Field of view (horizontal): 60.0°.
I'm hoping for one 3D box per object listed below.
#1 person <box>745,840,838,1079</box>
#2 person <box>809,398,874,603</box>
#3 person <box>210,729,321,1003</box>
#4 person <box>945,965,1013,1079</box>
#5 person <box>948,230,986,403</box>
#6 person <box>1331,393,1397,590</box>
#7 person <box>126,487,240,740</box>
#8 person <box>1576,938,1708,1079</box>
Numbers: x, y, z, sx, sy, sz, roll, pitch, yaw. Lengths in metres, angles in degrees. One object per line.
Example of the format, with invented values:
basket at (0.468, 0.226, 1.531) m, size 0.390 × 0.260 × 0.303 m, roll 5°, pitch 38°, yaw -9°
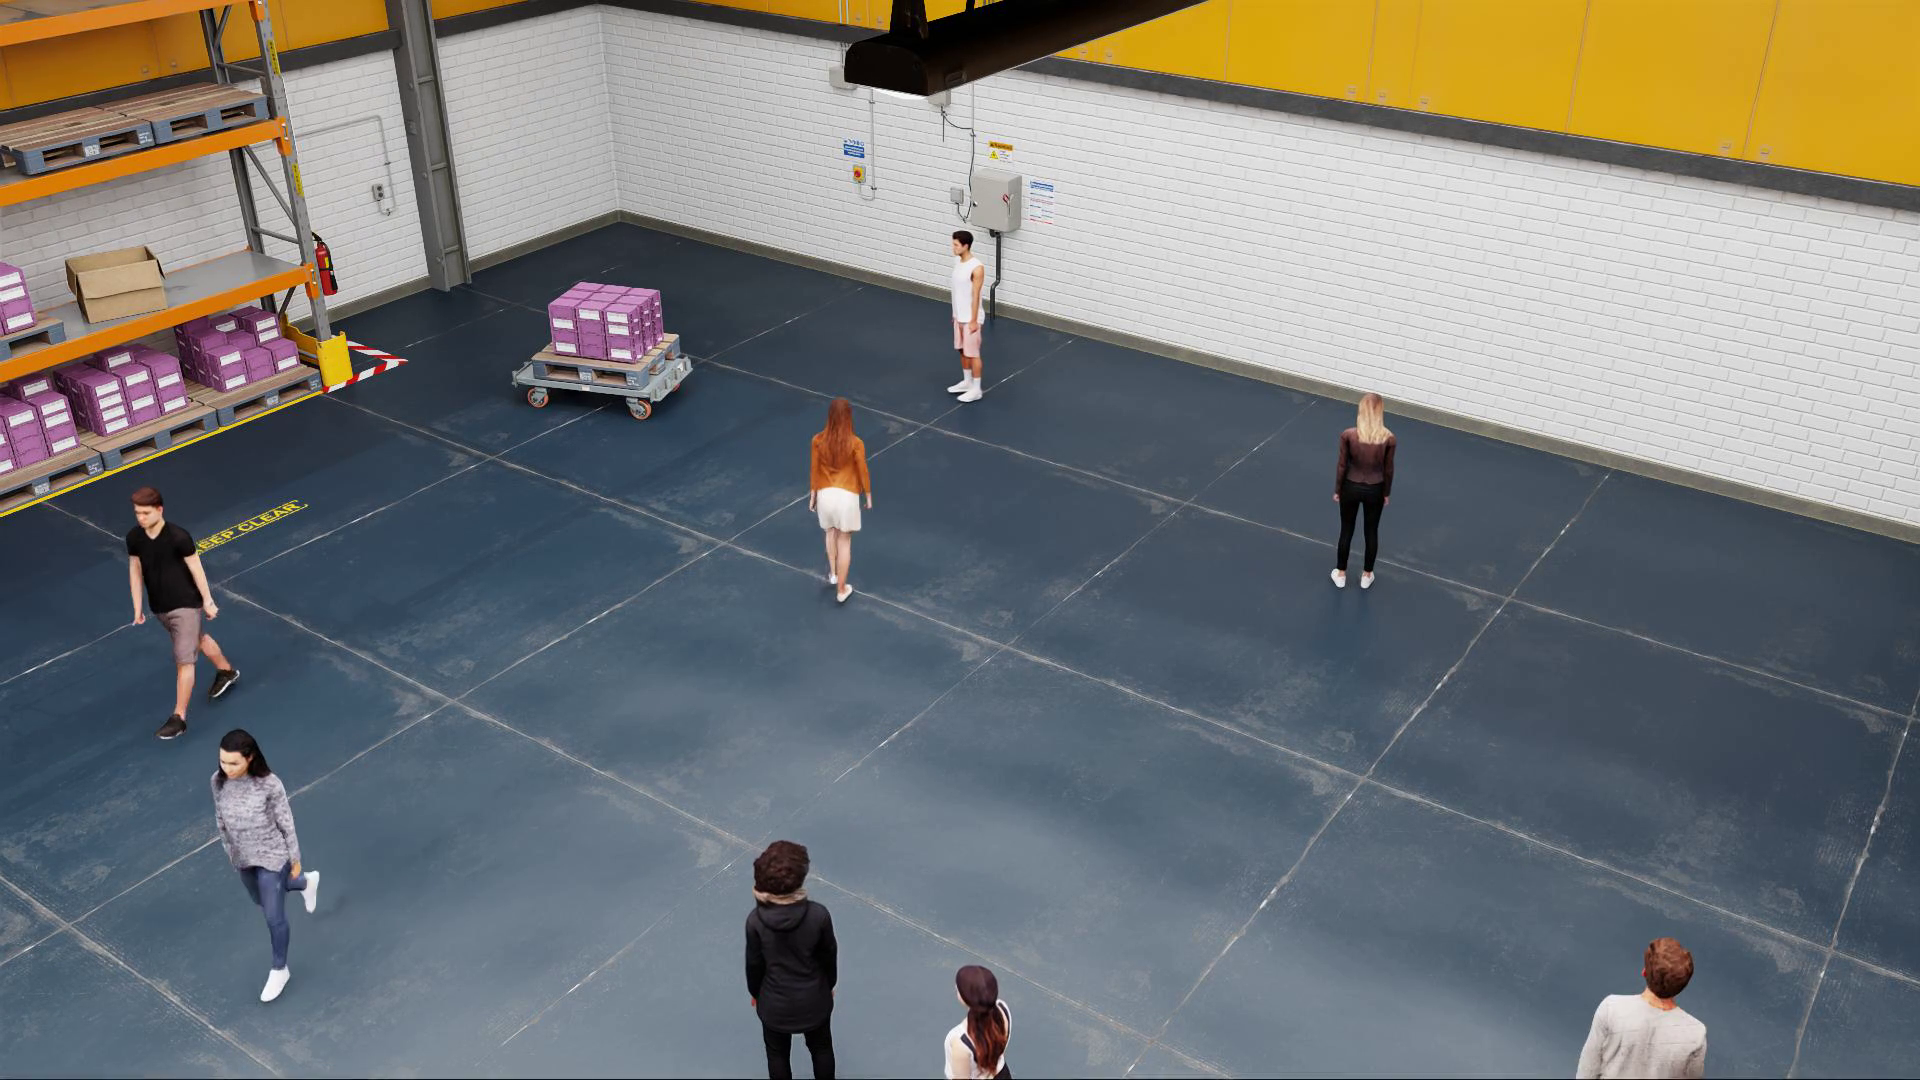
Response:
person at (-0.852, 2.304, 8.530) m, size 0.717 × 1.777 × 0.778 m, roll -5°, pitch 29°, yaw -9°
person at (-0.996, -0.281, 13.348) m, size 0.759 × 1.701 × 0.802 m, roll 6°, pitch 29°, yaw 10°
person at (-3.966, 1.766, 9.587) m, size 0.910 × 1.709 × 1.133 m, roll 5°, pitch 29°, yaw 9°
person at (0.105, 2.688, 7.961) m, size 0.600 × 1.647 × 0.458 m, roll 19°, pitch 34°, yaw 31°
person at (0.098, -2.299, 16.967) m, size 0.737 × 1.779 × 0.736 m, roll -15°, pitch 32°, yaw -25°
person at (3.279, -0.391, 13.546) m, size 0.675 × 1.705 × 0.652 m, roll 5°, pitch 29°, yaw 8°
person at (-5.561, 0.427, 11.935) m, size 1.000 × 1.812 × 1.308 m, roll 6°, pitch 29°, yaw 12°
person at (3.088, 2.699, 7.703) m, size 0.753 × 1.875 × 1.071 m, roll 15°, pitch 32°, yaw 26°
